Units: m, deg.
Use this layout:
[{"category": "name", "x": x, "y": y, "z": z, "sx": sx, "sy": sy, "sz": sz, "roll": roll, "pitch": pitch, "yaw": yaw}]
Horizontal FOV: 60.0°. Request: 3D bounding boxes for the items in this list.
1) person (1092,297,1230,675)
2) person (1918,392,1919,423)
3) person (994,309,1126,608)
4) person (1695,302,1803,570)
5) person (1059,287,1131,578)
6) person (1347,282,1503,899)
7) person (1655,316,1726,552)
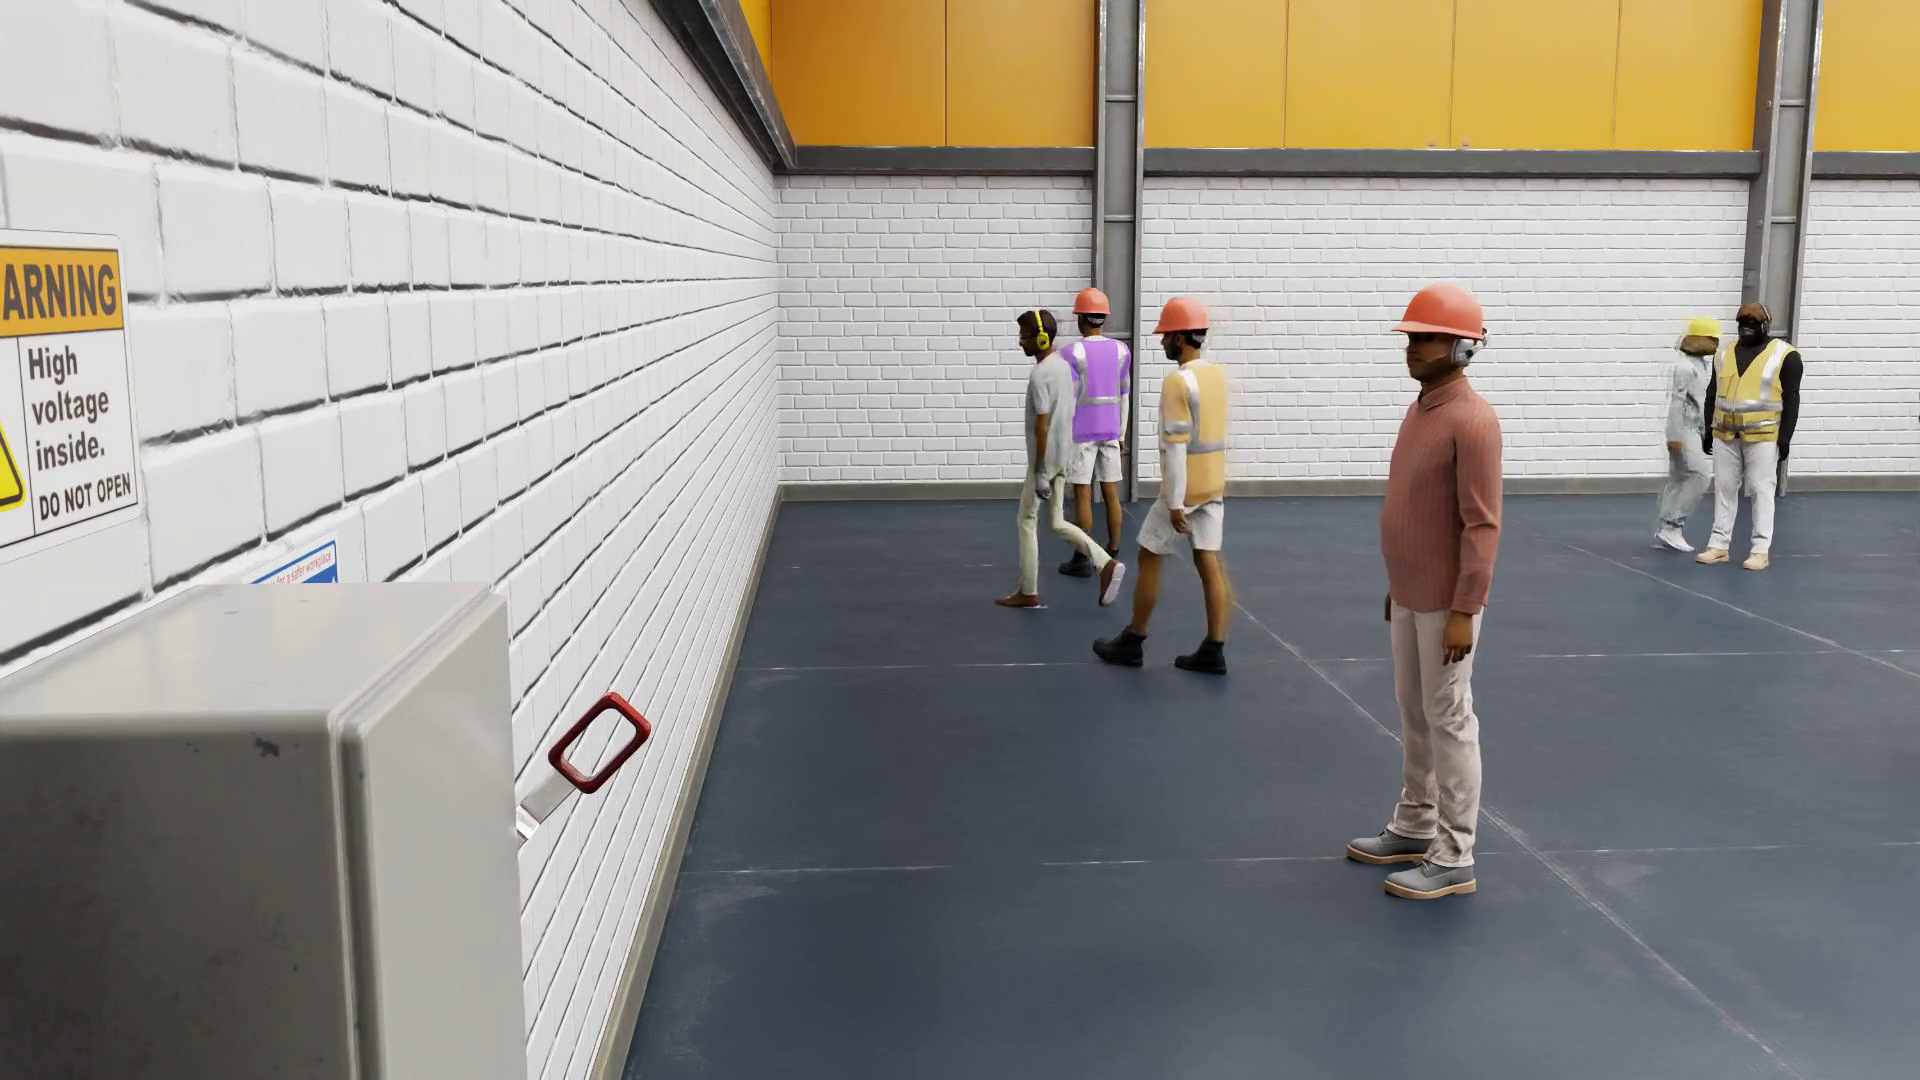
[{"category": "person", "x": 1.059, "y": -0.276, "z": 8.511, "sx": 0.794, "sy": 1.909, "sz": 0.557, "roll": 8, "pitch": 12, "yaw": 42}, {"category": "person", "x": 8.722, "y": -1.120, "z": 14.641, "sx": 0.514, "sy": 1.641, "sz": 0.315, "roll": 4, "pitch": 10, "yaw": 26}, {"category": "person", "x": 0.587, "y": -0.462, "z": 9.934, "sx": 0.771, "sy": 1.832, "sz": 0.526, "roll": 5, "pitch": 10, "yaw": 29}, {"category": "person", "x": 5.435, "y": -0.718, "z": 11.499, "sx": 0.429, "sy": 1.839, "sz": 0.634, "roll": -7, "pitch": 11, "yaw": -38}, {"category": "person", "x": 0.877, "y": -0.716, "z": 11.170, "sx": 0.543, "sy": 1.939, "sz": 0.362, "roll": -5, "pitch": 10, "yaw": -27}, {"category": "person", "x": 1.549, "y": 0.164, "z": 5.464, "sx": 0.371, "sy": 1.997, "sz": 0.622, "roll": -1, "pitch": 9, "yaw": -7}, {"category": "person", "x": 5.310, "y": -0.759, "z": 12.128, "sx": 0.450, "sy": 1.720, "sz": 0.492, "roll": 7, "pitch": 11, "yaw": 36}]
